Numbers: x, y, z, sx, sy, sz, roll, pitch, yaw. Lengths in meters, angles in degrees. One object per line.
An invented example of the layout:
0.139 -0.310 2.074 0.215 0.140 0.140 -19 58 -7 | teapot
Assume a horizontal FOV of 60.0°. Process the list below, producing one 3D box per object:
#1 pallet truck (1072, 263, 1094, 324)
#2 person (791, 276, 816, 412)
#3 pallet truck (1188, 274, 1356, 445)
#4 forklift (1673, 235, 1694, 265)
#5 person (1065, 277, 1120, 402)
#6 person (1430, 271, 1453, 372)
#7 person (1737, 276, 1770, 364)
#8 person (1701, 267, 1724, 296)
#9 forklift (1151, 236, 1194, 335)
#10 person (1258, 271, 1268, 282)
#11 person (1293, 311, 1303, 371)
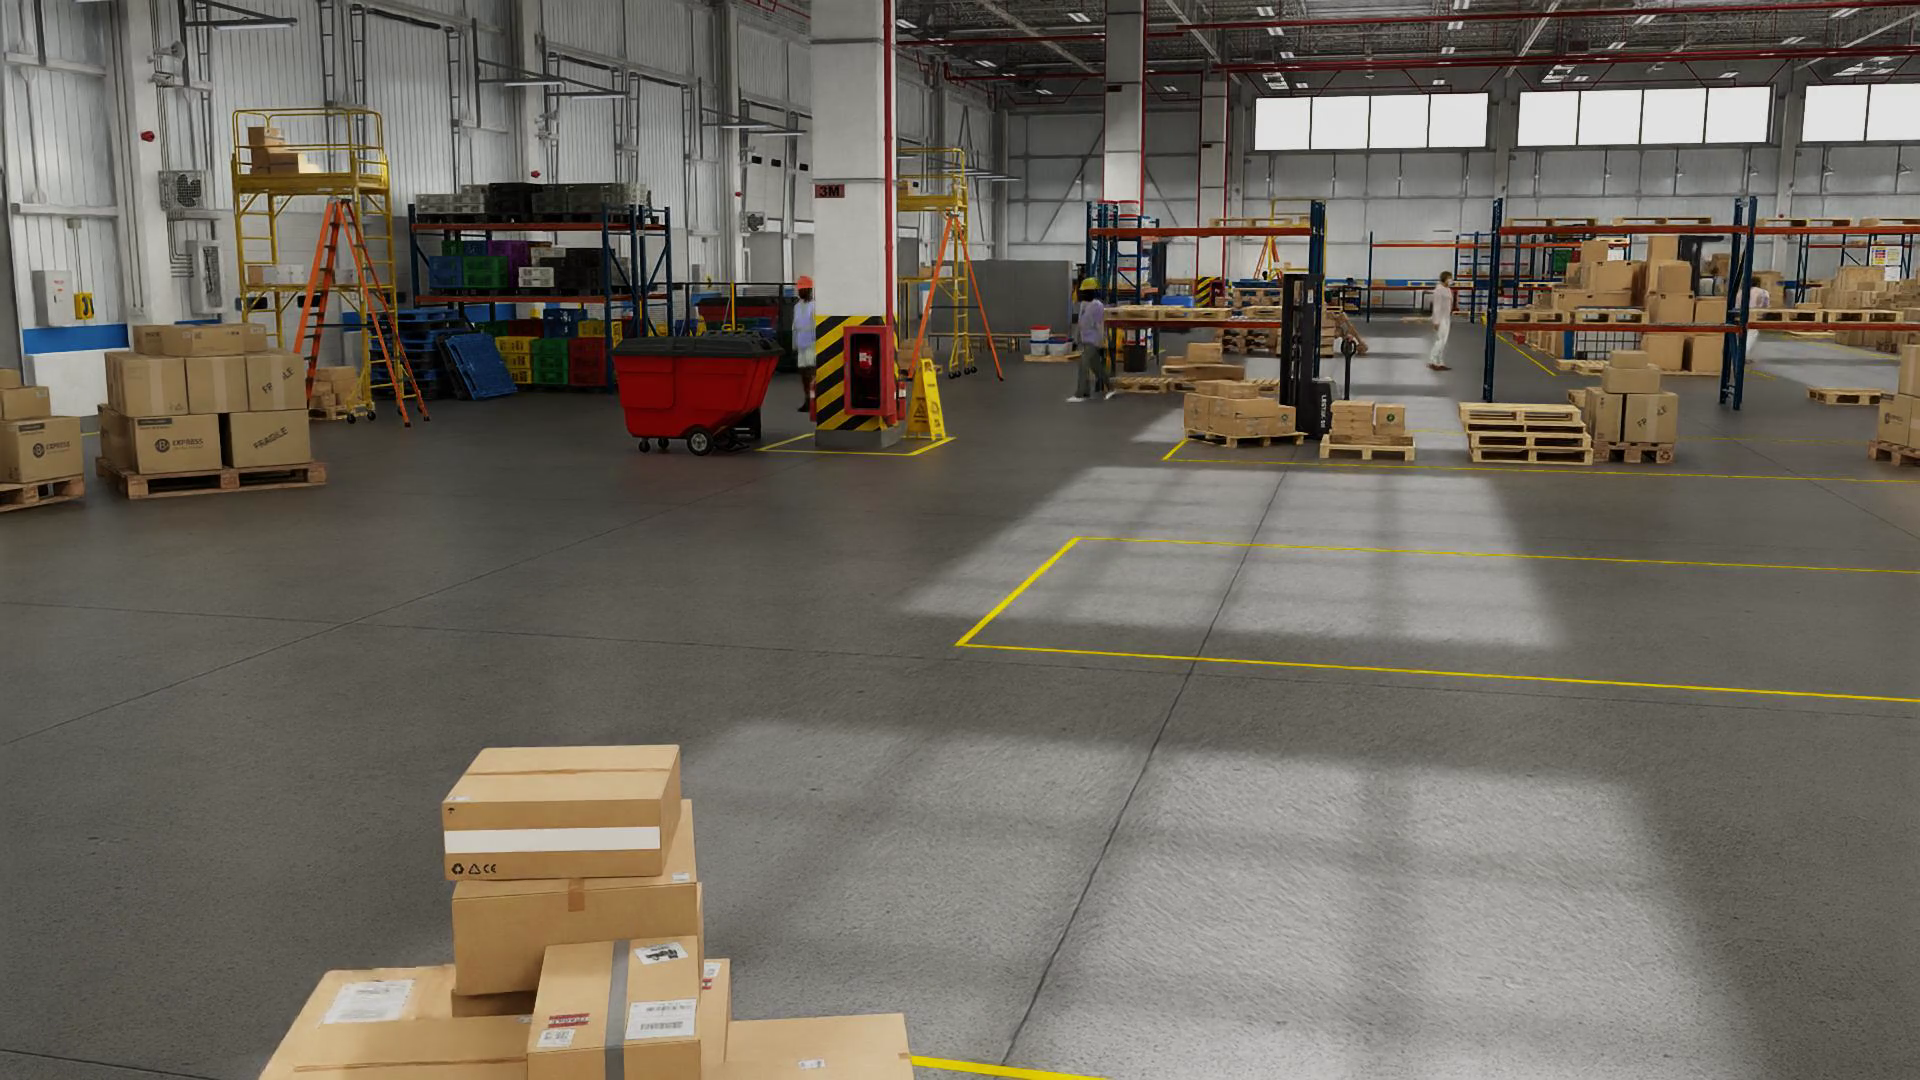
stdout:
4.325 -8.180 55.162 0.823 1.965 1.885 6 11 31 | pallet truck
-2.154 -2.740 23.355 0.564 1.918 0.405 8 12 38 | person
3.653 -2.138 19.590 1.885 1.965 0.823 -4 10 -20 | pallet truck
21.182 -7.585 49.064 1.873 2.768 1.129 0 10 0 | forklift
2.033 -3.033 25.195 0.939 1.891 0.596 -4 10 -20 | person
9.258 -4.195 31.921 0.383 1.930 0.643 6 11 32 | person
16.297 -4.534 34.259 0.886 1.814 0.640 -9 13 -44 | person
22.839 -7.345 50.523 0.651 1.899 0.695 7 12 35 | person
5.634 -7.224 46.935 1.873 2.768 1.129 2 10 14 | forklift
10.881 -8.758 59.454 0.532 1.696 0.319 -6 11 -30 | person
6.622 -4.099 31.915 0.325 1.736 0.487 6 11 32 | person
